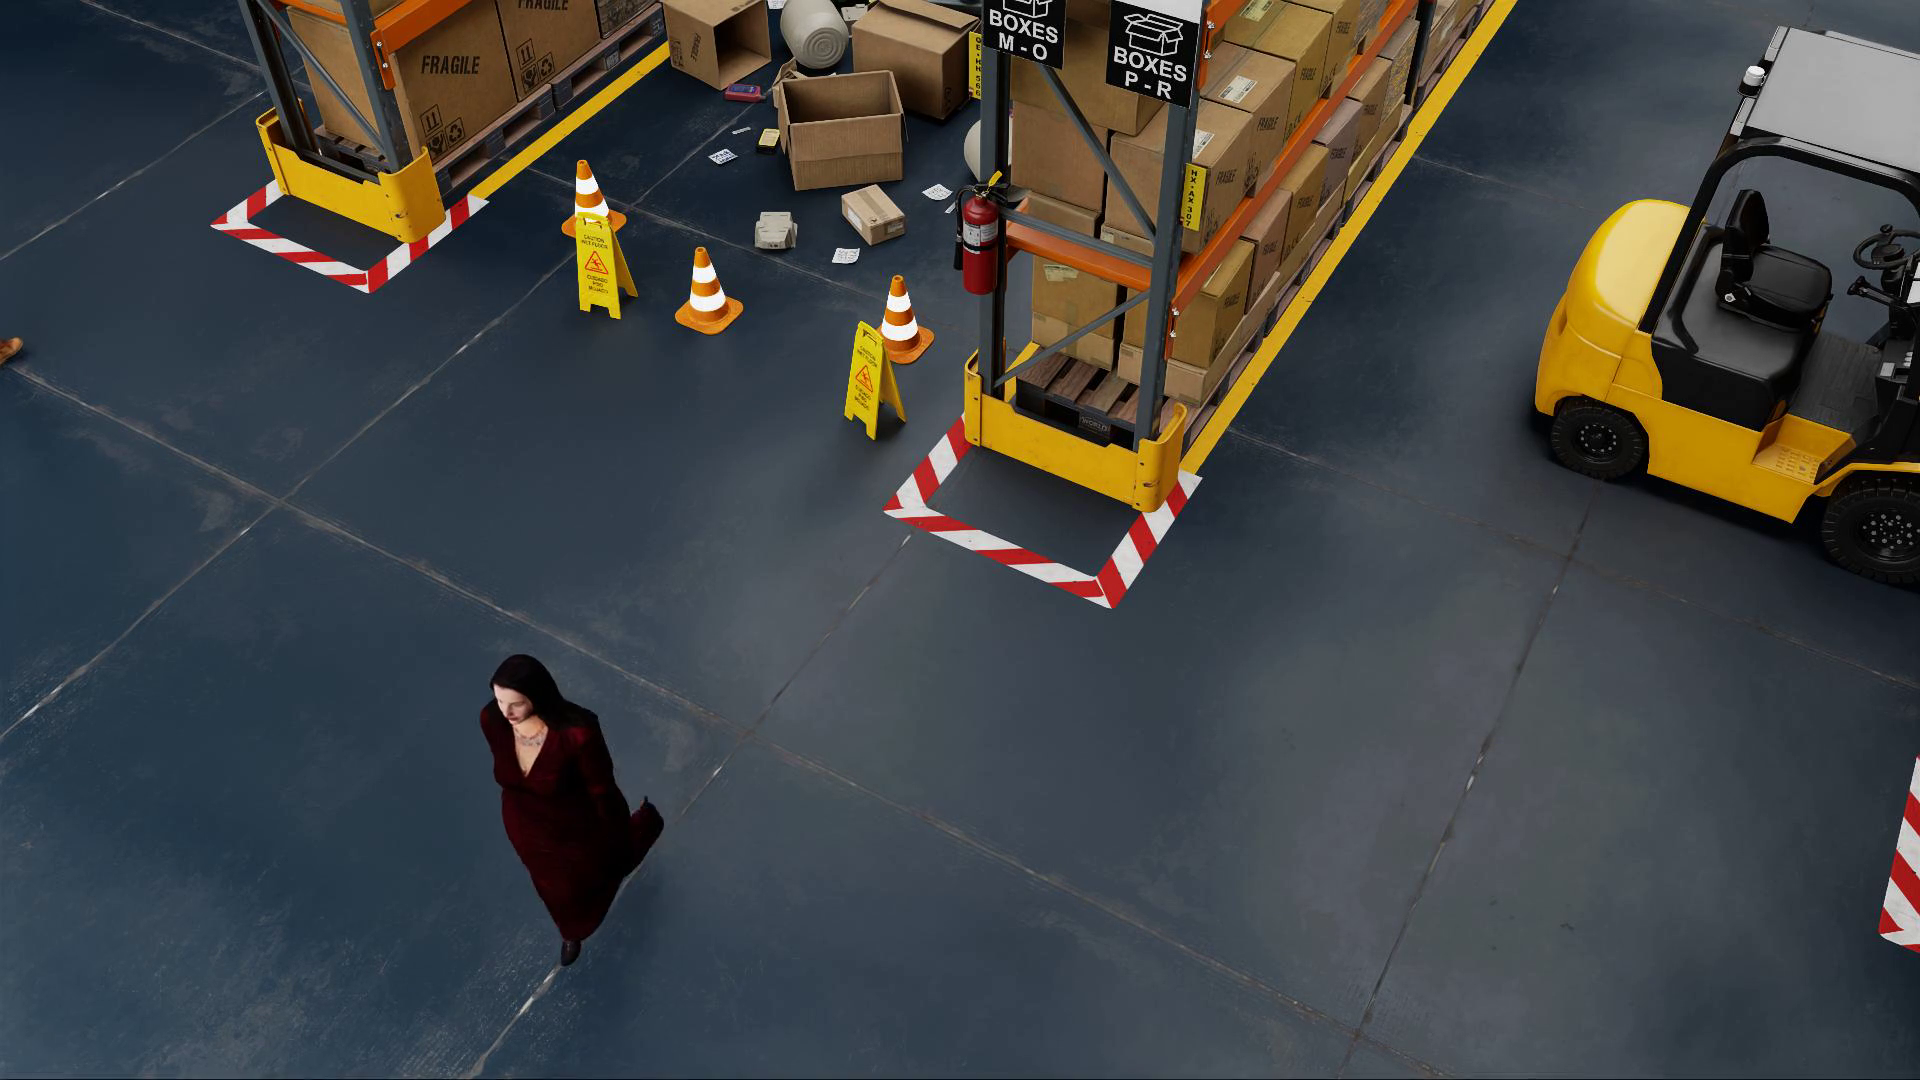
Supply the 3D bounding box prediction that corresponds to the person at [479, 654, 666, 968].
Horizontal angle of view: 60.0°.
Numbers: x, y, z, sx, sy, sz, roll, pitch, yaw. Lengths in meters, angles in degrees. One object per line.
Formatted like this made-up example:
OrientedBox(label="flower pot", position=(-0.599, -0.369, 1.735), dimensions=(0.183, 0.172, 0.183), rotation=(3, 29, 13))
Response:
OrientedBox(label="person", position=(-1.496, 0.970, 6.486), dimensions=(0.824, 1.743, 1.028), rotation=(11, 48, 10))
